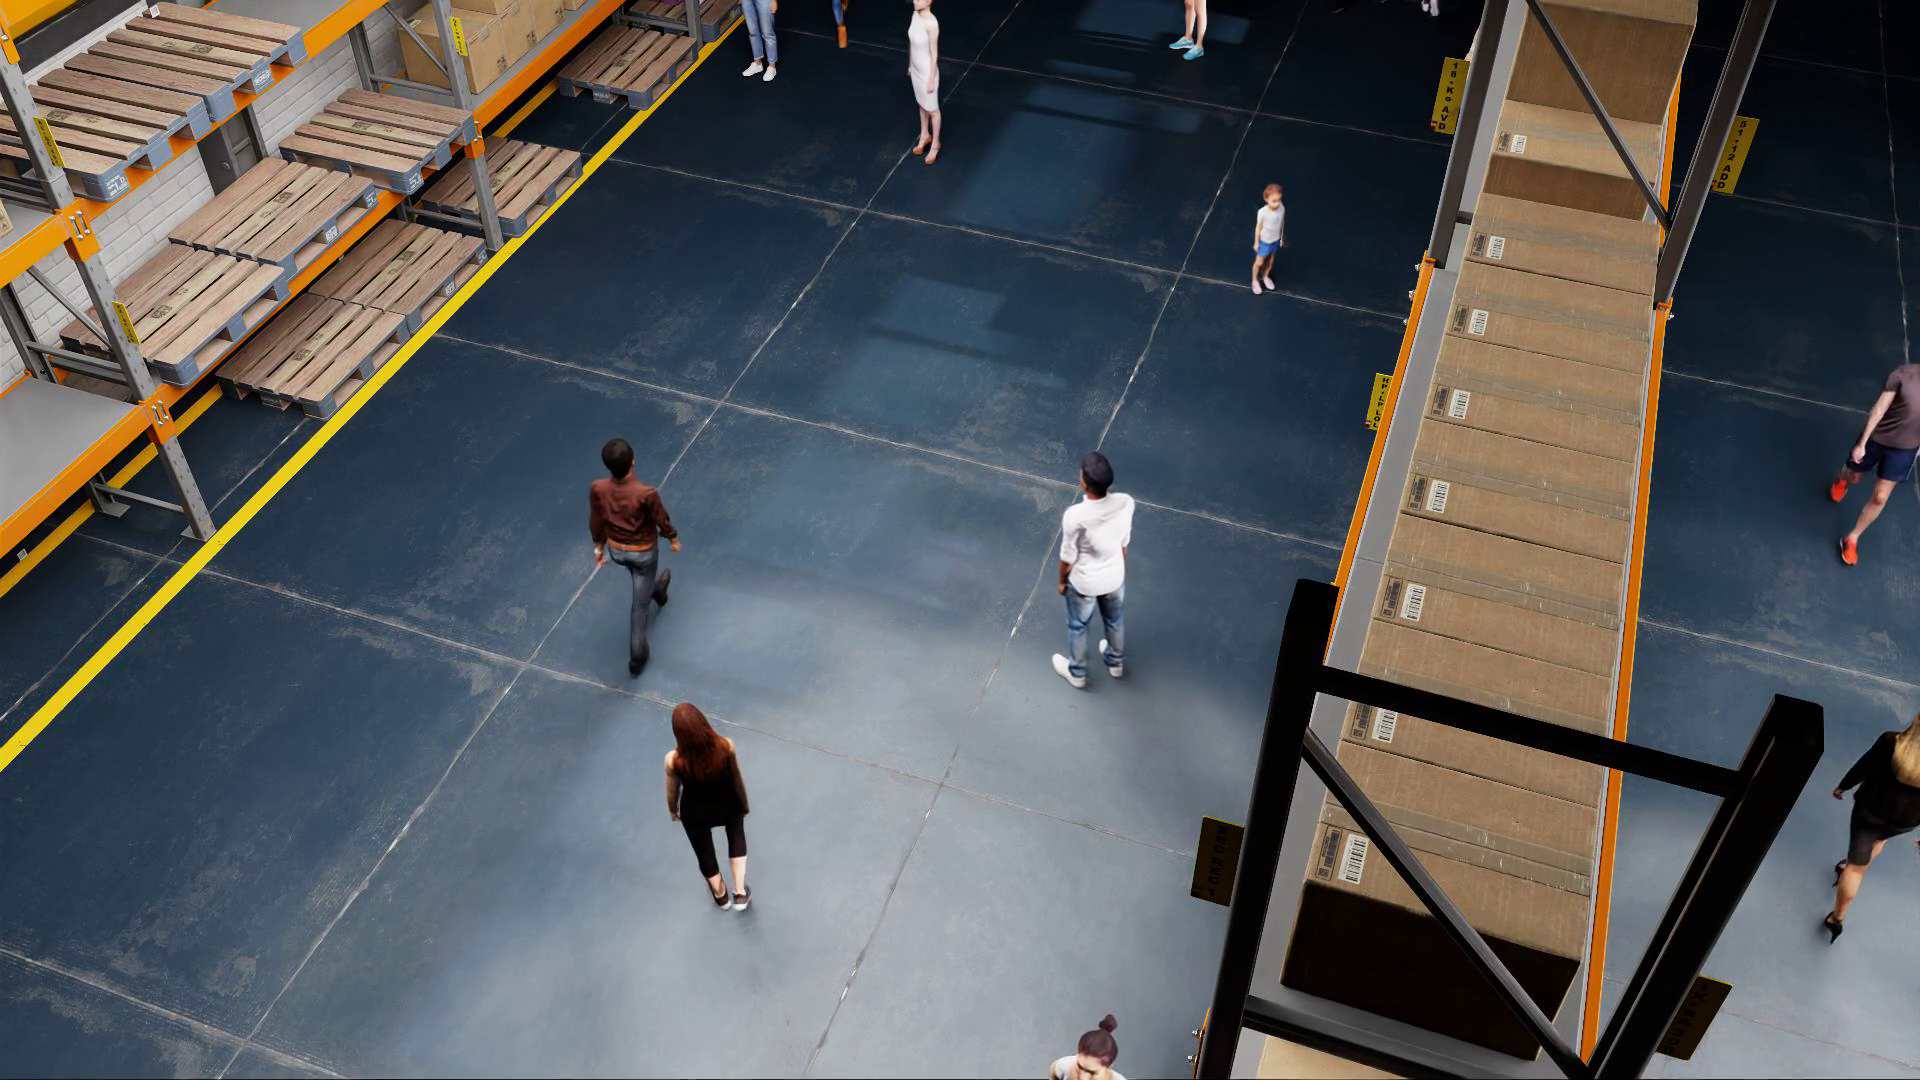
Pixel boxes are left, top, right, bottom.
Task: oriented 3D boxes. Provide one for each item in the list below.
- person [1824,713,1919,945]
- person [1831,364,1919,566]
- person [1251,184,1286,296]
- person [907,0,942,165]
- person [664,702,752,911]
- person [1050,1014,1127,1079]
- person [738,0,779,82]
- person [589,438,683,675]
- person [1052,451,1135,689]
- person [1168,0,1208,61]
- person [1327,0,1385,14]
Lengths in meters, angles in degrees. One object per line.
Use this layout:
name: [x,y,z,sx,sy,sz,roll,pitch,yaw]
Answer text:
person: [5.083,1.603,9.150,0.640,1.818,0.830,14,45,15]
person: [6.482,-0.739,11.604,0.671,1.823,1.089,14,45,14]
person: [2.617,-2.581,14.120,0.495,1.020,0.554,-16,46,-17]
person: [-0.305,-4.319,15.386,0.680,1.791,0.632,-20,47,-20]
person: [-1.379,1.558,9.268,0.744,1.721,0.798,-11,45,-12]
person: [0.641,2.799,8.064,0.595,1.584,0.964,16,46,17]
person: [-2.017,-5.437,16.607,0.652,1.726,0.576,20,47,20]
person: [-2.125,0.144,10.744,0.767,1.731,1.137,9,44,9]
person: [0.869,0.206,10.628,0.739,1.802,0.787,-15,46,-15]
person: [2.413,-5.774,16.934,0.733,1.764,0.667,-17,46,-17]
person: [4.410,-6.450,17.697,1.130,1.688,0.966,-27,50,-25]
